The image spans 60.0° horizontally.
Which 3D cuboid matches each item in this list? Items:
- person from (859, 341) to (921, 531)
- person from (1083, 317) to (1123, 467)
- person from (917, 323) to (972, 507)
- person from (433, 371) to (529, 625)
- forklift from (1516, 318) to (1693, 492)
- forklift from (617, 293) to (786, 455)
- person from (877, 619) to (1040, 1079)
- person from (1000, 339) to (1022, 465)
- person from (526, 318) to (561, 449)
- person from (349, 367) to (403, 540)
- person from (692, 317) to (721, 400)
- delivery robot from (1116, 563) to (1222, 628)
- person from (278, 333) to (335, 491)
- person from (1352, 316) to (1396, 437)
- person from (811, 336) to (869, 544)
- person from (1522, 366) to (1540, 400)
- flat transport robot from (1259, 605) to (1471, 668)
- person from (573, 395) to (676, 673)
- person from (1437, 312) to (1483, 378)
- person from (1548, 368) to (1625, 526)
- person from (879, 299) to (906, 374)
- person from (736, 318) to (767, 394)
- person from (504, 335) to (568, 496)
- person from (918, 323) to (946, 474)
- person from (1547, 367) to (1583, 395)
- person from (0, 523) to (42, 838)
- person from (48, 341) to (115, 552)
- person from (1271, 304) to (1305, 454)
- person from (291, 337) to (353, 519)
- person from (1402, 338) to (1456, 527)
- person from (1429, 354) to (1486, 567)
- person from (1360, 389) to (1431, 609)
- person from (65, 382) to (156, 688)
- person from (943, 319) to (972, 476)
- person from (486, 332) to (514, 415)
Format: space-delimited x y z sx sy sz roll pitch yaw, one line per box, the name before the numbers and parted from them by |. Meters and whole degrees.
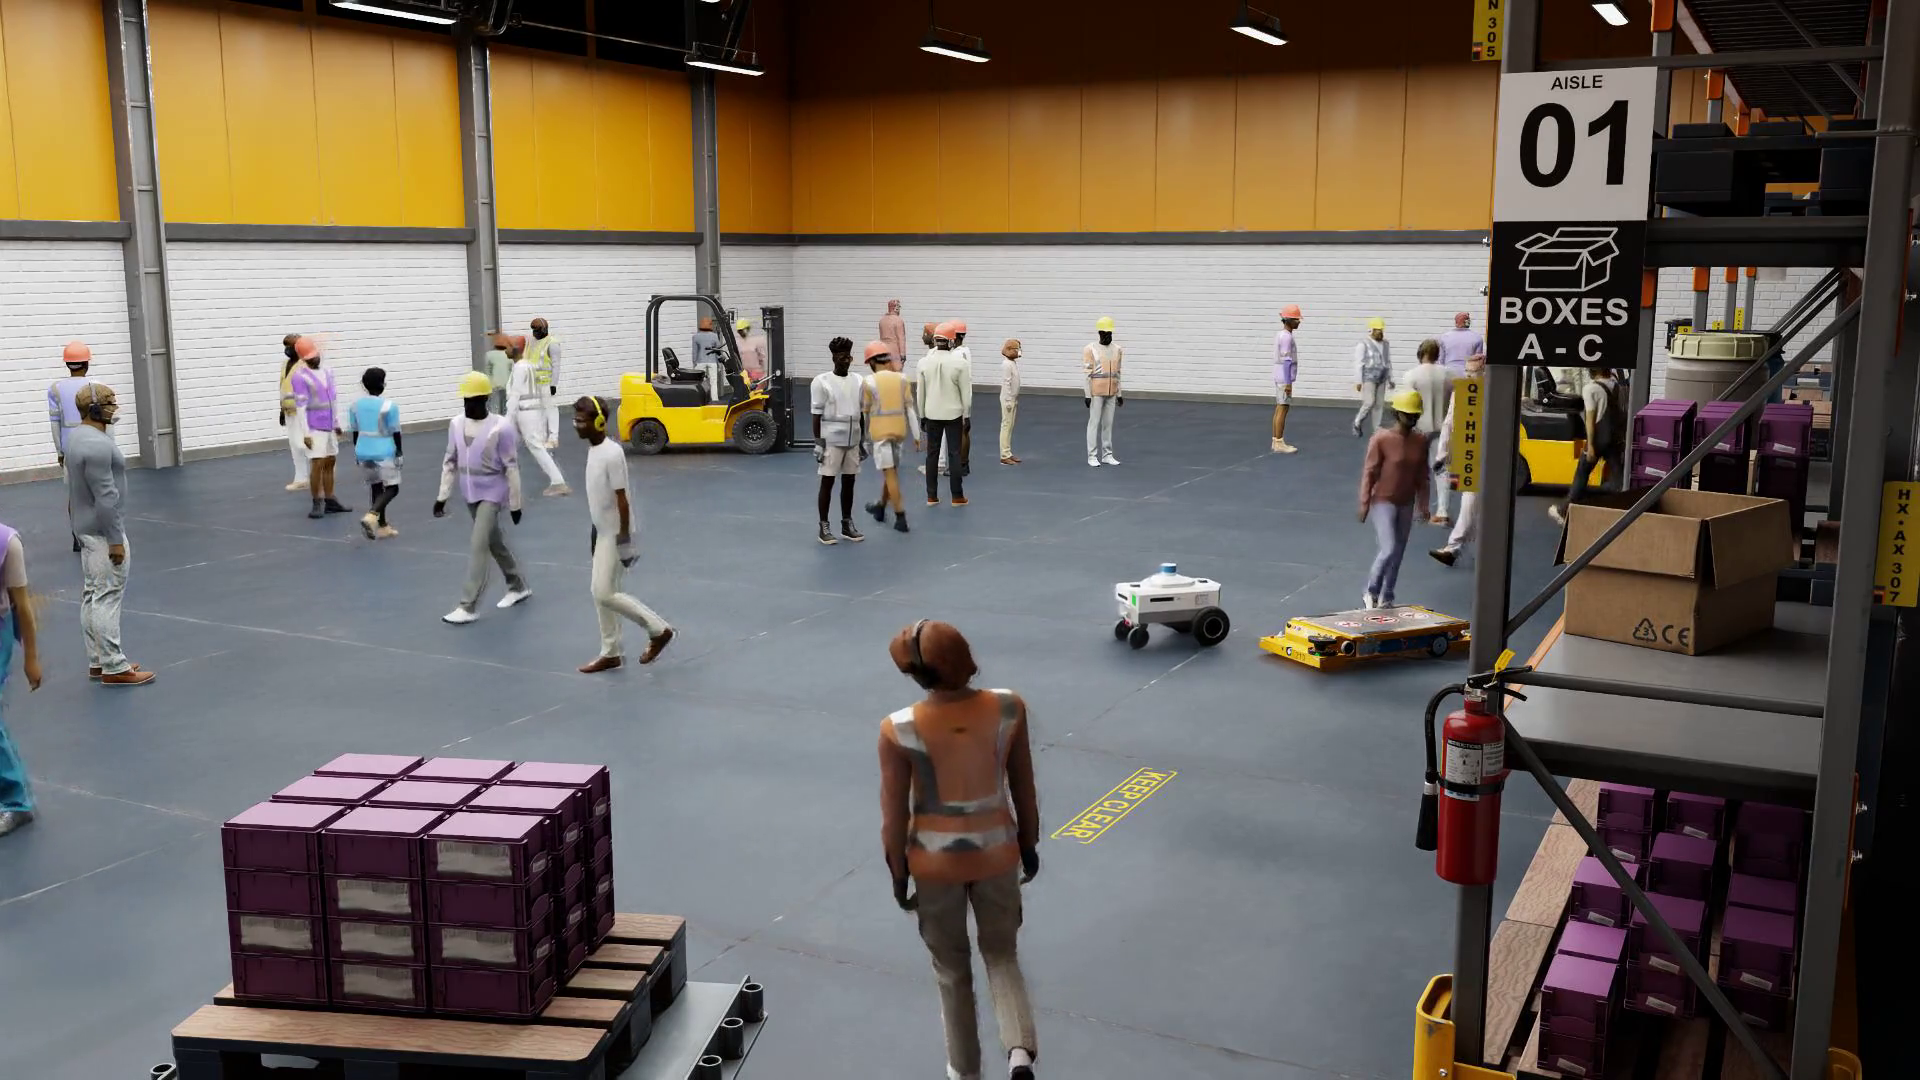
person | -0.742 -1.051 16.658 0.609 1.861 0.989 -6 11 -29
person | 1.859 -1.913 21.478 0.592 1.926 0.366 -6 12 -32
person | -0.166 -1.354 18.046 0.612 1.995 0.379 3 10 16
person | -3.603 -0.345 12.574 0.603 1.875 1.006 6 11 31
forklift | 7.066 -1.601 18.899 2.313 2.155 1.214 5 11 27
forklift | -3.588 -2.317 23.042 2.313 2.155 1.214 -1 10 -5
person | 0.016 1.043 5.250 0.545 1.610 0.472 -3 10 -15
person | 0.665 -1.798 21.658 0.285 1.634 0.499 2 10 13
person | -5.883 -2.205 23.432 0.622 1.840 0.429 9 13 41
person | -5.551 -0.802 15.769 0.535 1.679 0.602 3 10 15
person | -4.404 -3.057 28.947 0.508 1.632 0.270 -1 10 -5
delivery robot | 1.470 0.409 11.735 0.707 0.478 0.477 -3 10 -17
person | -7.631 -1.476 19.240 0.634 1.828 0.439 8 13 40
person | 6.096 -2.374 24.455 0.619 1.823 0.450 -6 11 -30
person | -1.131 -0.947 15.771 0.610 1.964 0.365 -8 12 -37
person | 7.122 -1.710 21.141 0.421 1.626 0.553 -3 10 -19
flat transport robot | 2.838 0.648 11.439 1.431 0.197 0.652 -5 11 -26
person | -2.231 -0.035 10.855 0.540 1.843 0.581 -5 11 -27
person | 7.210 -2.334 23.988 0.643 1.905 0.400 4 11 24
person | 6.309 -0.950 16.385 0.523 1.767 1.032 -4 11 -21
person | -1.180 -3.398 30.138 0.407 1.908 0.641 -8 13 -40
person | -3.332 -2.615 26.129 0.548 1.716 0.797 2 10 9
person | -4.924 -1.393 18.732 0.978 1.844 0.576 -3 10 -17
person | -0.329 -1.753 20.676 0.342 1.882 0.586 -2 10 -9
person | 8.085 -1.958 22.148 0.814 1.794 0.636 -4 11 -23
person | -4.564 0.558 7.518 0.583 1.795 0.922 1 10 4
person | -8.055 -0.857 15.323 0.545 1.942 0.354 -2 10 -9
person | 4.509 -2.212 22.875 0.393 2.041 0.614 1 10 4
person | -6.646 -1.171 17.336 0.322 1.889 0.690 3 10 18
person | 4.720 -1.108 16.951 0.641 1.874 1.049 -3 10 -17
person | 4.484 -0.698 14.649 0.997 1.852 0.647 -5 11 -28
person | 3.264 -0.261 12.421 0.542 1.747 0.407 -5 11 -25
person | -5.435 -0.033 10.564 0.373 1.940 0.628 -8 13 -39
person | -0.038 -1.748 20.491 0.361 1.939 0.543 2 10 12
person | -6.675 -2.220 24.206 0.509 1.601 0.813 0 10 2
